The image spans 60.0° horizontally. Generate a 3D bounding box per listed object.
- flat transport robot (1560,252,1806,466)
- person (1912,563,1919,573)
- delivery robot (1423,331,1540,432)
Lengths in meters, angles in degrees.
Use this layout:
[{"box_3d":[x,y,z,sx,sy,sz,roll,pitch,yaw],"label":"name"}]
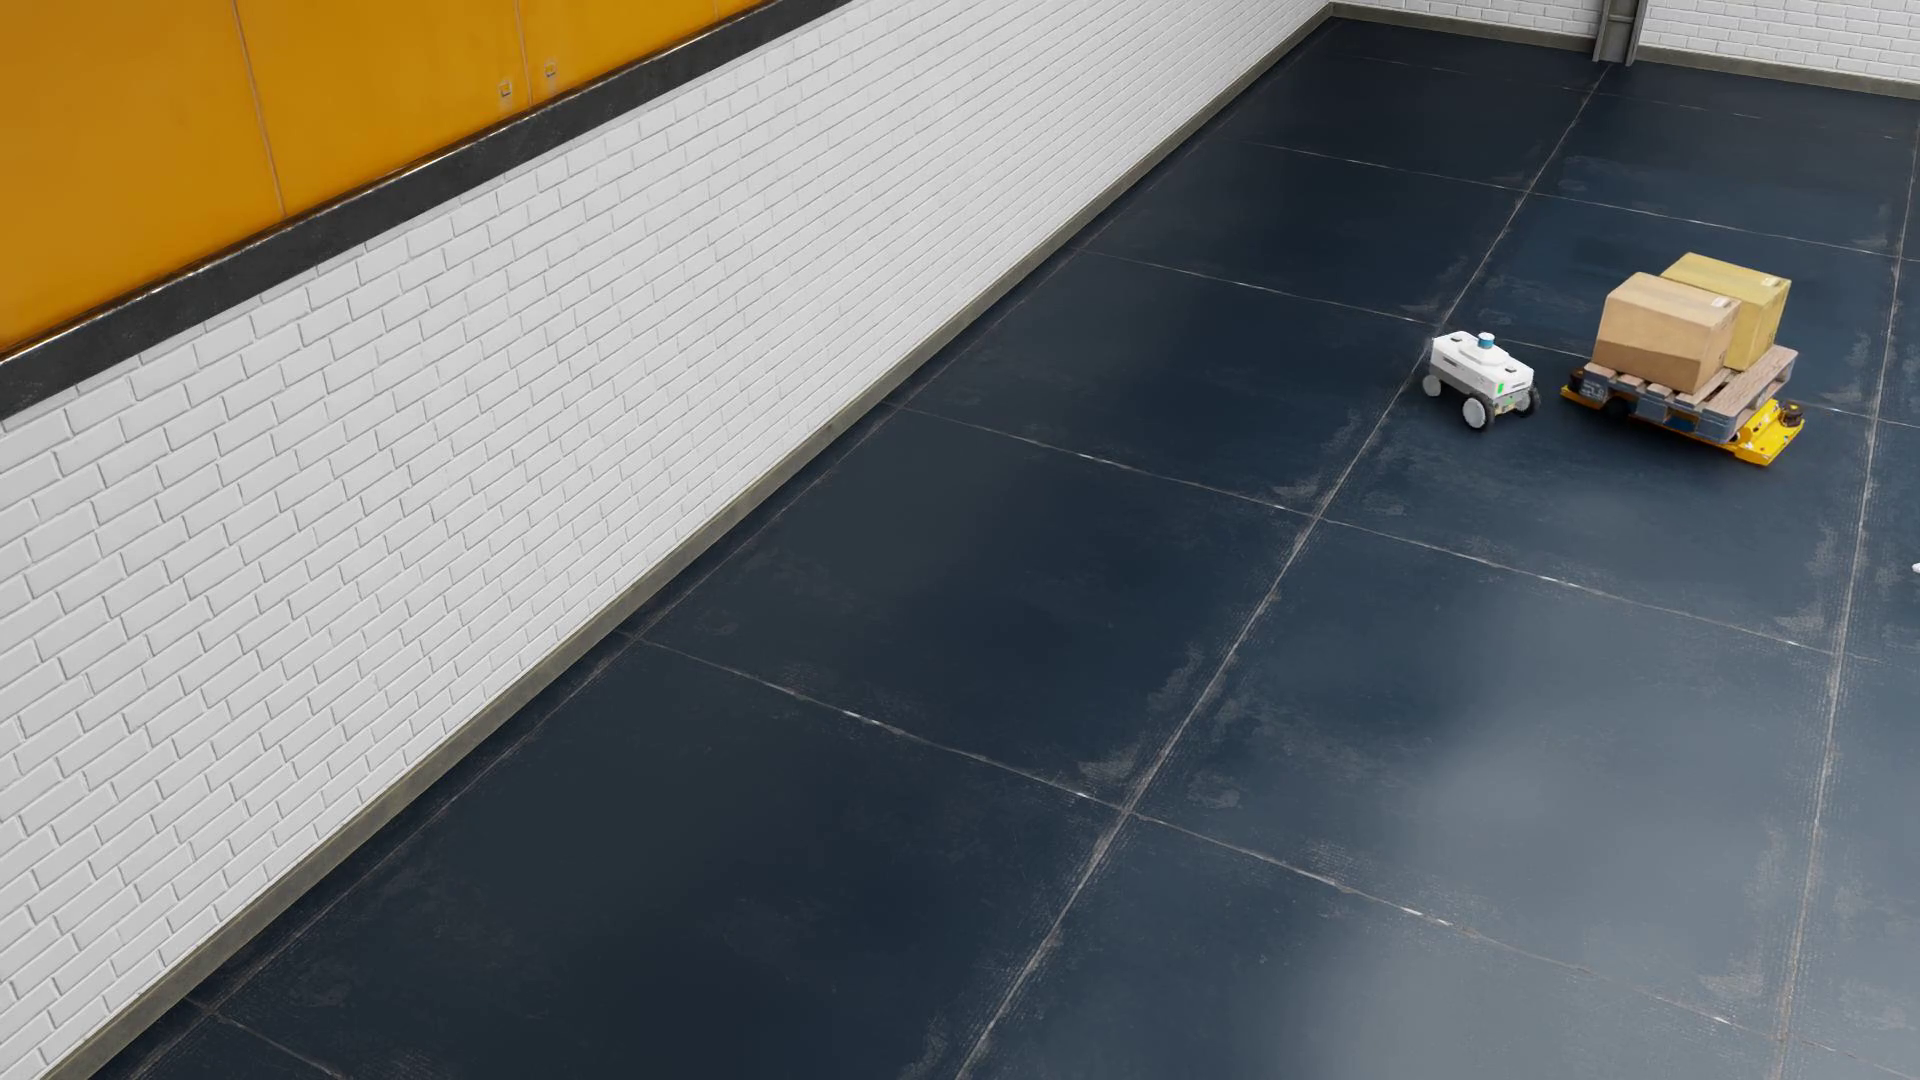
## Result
[{"box_3d":[4.936,-0.941,11.377,1.431,0.231,0.659,26,42,33],"label":"flat transport robot"},{"box_3d":[5.804,-0.424,9.286,0.311,1.743,0.486,1,34,1],"label":"person"},{"box_3d":[3.561,-1.135,11.403,0.499,0.587,0.777,-17,38,-24],"label":"delivery robot"}]
